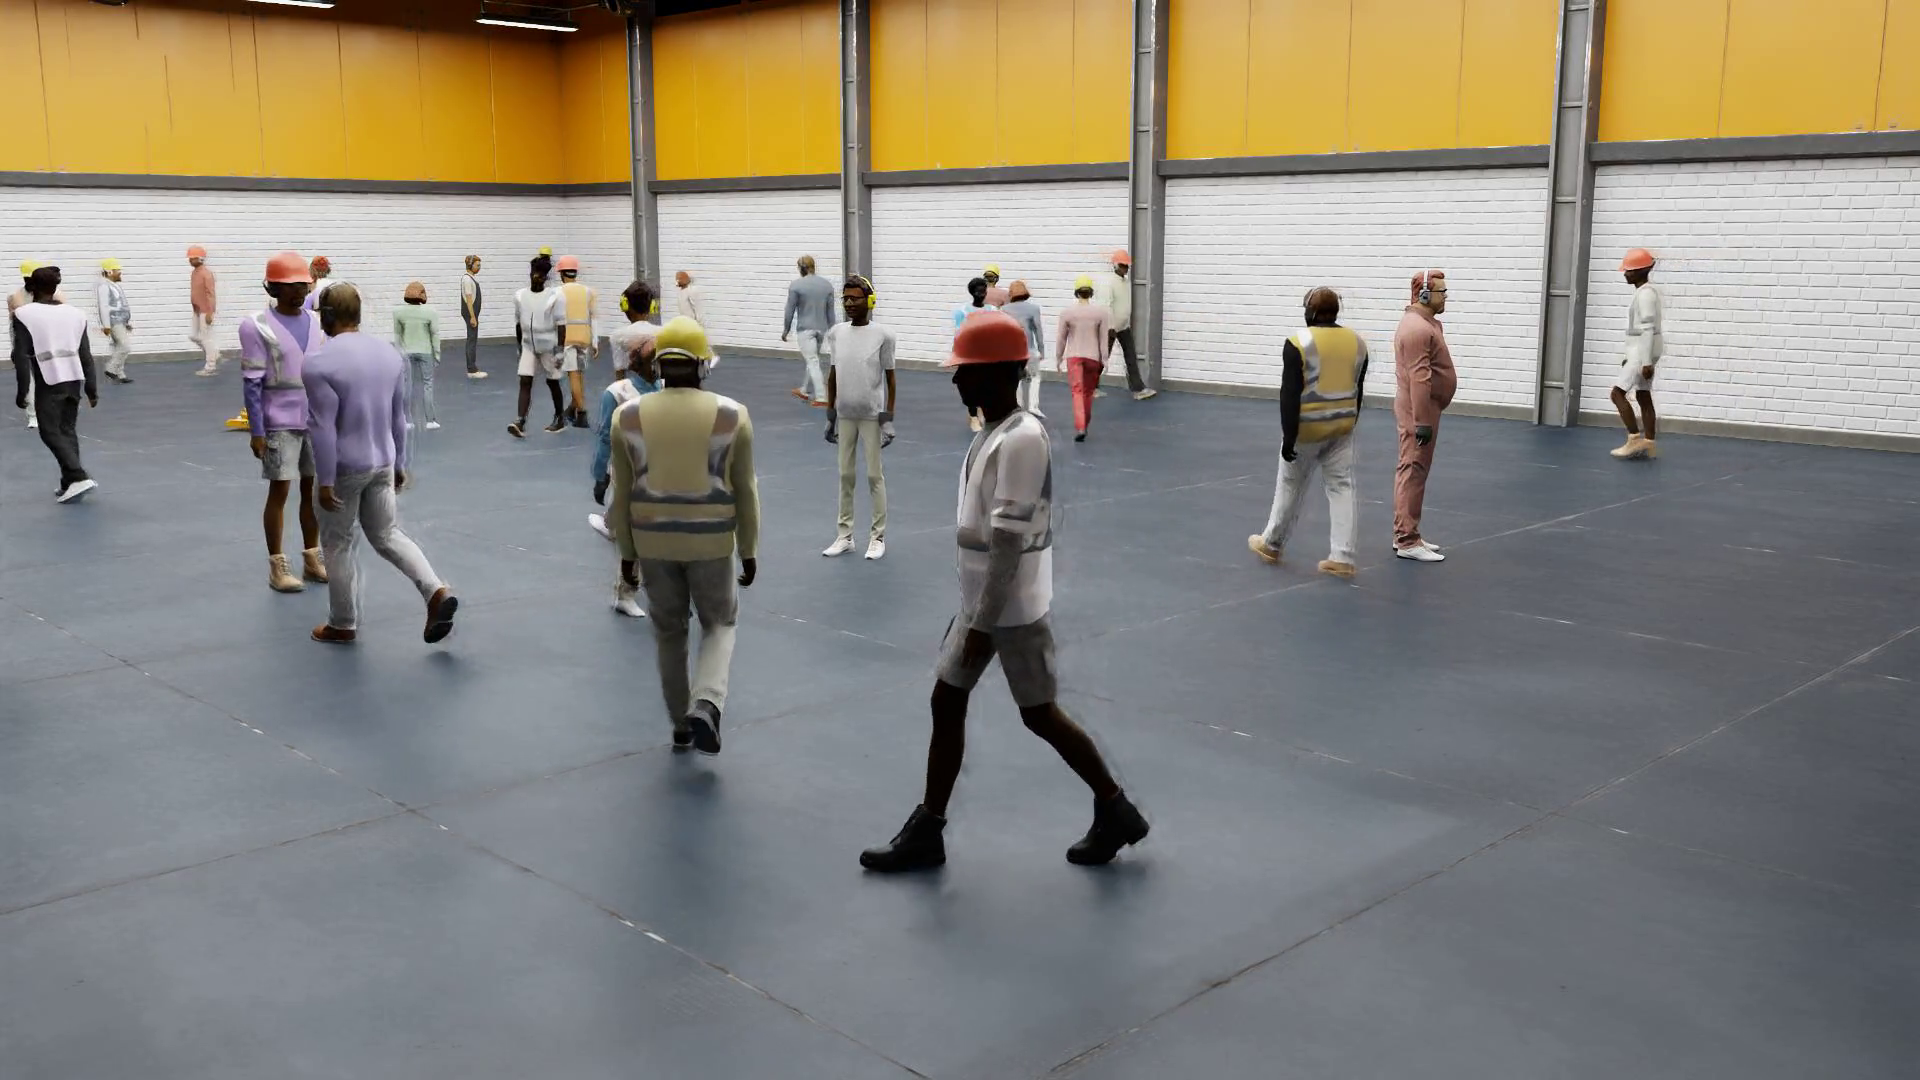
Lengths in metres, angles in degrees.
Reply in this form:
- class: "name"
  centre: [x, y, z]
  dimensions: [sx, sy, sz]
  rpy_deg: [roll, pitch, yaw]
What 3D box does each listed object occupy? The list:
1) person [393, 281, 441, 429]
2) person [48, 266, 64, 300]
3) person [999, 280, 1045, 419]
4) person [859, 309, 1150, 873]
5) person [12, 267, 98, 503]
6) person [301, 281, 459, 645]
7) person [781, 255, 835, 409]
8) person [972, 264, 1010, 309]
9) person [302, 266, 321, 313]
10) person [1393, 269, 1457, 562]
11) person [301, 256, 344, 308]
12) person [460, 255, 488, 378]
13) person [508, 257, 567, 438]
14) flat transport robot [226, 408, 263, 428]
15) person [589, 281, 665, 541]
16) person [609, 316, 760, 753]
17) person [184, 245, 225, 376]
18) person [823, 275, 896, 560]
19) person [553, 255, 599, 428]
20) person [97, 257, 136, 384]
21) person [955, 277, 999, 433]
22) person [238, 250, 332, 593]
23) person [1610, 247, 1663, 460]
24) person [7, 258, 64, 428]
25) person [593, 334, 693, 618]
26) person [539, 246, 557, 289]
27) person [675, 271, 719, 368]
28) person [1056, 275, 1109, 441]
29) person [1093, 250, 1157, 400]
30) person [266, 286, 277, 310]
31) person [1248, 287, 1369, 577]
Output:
- class: "person"
  centre: [-5.975, -2.029, 18.340]
  dimensions: [0.497, 1.629, 0.272]
  rpy_deg: [-1, 10, -4]
- class: "person"
  centre: [-13.157, -3.129, 24.171]
  dimensions: [0.322, 1.689, 0.530]
  rpy_deg: [-5, 12, -26]
- class: "person"
  centre: [0.701, -2.195, 19.275]
  dimensions: [0.549, 1.613, 0.410]
  rpy_deg: [3, 11, 13]
- class: "person"
  centre: [0.176, 0.183, 5.540]
  dimensions: [0.963, 1.903, 0.543]
  rpy_deg: [-3, 11, -16]
- class: "person"
  centre: [-7.219, -1.250, 13.413]
  dimensions: [0.669, 1.886, 0.616]
  rpy_deg: [5, 12, 27]
- class: "person"
  centre: [-3.025, -0.369, 8.533]
  dimensions: [0.839, 1.910, 0.639]
  rpy_deg: [5, 12, 26]
- class: "person"
  centre: [-1.917, -2.587, 20.710]
  dimensions: [0.618, 1.879, 0.996]
  rpy_deg: [-9, 14, -41]
- class: "person"
  centre: [0.412, -2.668, 21.464]
  dimensions: [0.522, 1.763, 0.320]
  rpy_deg: [2, 11, 11]
- class: "person"
  centre: [-7.119, -2.160, 18.591]
  dimensions: [0.893, 1.807, 0.594]
  rpy_deg: [-5, 11, -24]
- class: "person"
  centre: [3.064, -0.824, 11.003]
  dimensions: [0.409, 1.909, 0.642]
  rpy_deg: [2, 11, 11]
- class: "person"
  centre: [-7.784, -2.536, 20.407]
  dimensions: [0.576, 1.882, 0.355]
  rpy_deg: [-8, 13, -37]
- class: "person"
  centre: [-7.295, -3.343, 24.924]
  dimensions: [0.345, 1.840, 0.504]
  rpy_deg: [-2, 11, -13]
- class: "person"
  centre: [-4.491, -2.037, 17.638]
  dimensions: [0.654, 1.893, 1.011]
  rpy_deg: [2, 11, 13]
- class: "flat transport robot"
  centre: [-7.456, -1.427, 18.754]
  dimensions: [0.652, 0.197, 1.431]
  rpy_deg: [5, 12, 26]
- class: "person"
  centre: [-2.215, -0.845, 11.356]
  dimensions: [0.512, 1.814, 0.964]
  rpy_deg: [-9, 13, -39]
- class: "person"
  centre: [-1.111, 0.007, 6.732]
  dimensions: [0.595, 1.815, 0.546]
  rpy_deg: [0, 10, -2]
- class: "person"
  centre: [-11.496, -3.475, 25.241]
  dimensions: [0.631, 1.979, 0.468]
  rpy_deg: [10, 14, 43]
- class: "person"
  centre: [-0.667, -0.805, 10.996]
  dimensions: [0.518, 1.874, 0.327]
  rpy_deg: [4, 11, 22]
- class: "person"
  centre: [-4.412, -2.234, 18.705]
  dimensions: [0.562, 1.889, 0.959]
  rpy_deg: [-8, 13, -37]
- class: "person"
  centre: [-12.030, -3.110, 23.726]
  dimensions: [0.437, 1.817, 0.595]
  rpy_deg: [-3, 11, -14]
- class: "person"
  centre: [0.189, -2.001, 18.022]
  dimensions: [0.540, 1.682, 0.397]
  rpy_deg: [-4, 11, -21]
- class: "person"
  centre: [-3.991, -0.712, 10.023]
  dimensions: [0.390, 2.040, 0.614]
  rpy_deg: [7, 12, 33]
- class: "person"
  centre: [6.393, -1.742, 15.714]
  dimensions: [0.572, 2.010, 0.649]
  rpy_deg: [5, 12, 27]
- class: "person"
  centre: [-10.344, -2.225, 18.731]
  dimensions: [0.631, 1.887, 0.857]
  rpy_deg: [-2, 11, -11]
- class: "person"
  centre: [-1.671, -0.315, 9.068]
  dimensions: [0.867, 1.590, 0.536]
  rpy_deg: [10, 14, 43]
- class: "person"
  centre: [-8.053, -4.747, 32.367]
  dimensions: [0.588, 1.918, 0.397]
  rpy_deg: [7, 12, 32]
- class: "person"
  centre: [-4.223, -3.503, 26.498]
  dimensions: [0.820, 1.581, 0.506]
  rpy_deg: [-6, 12, -29]
- class: "person"
  centre: [1.290, -1.912, 17.454]
  dimensions: [0.535, 1.719, 0.931]
  rpy_deg: [-1, 10, -5]
- class: "person"
  centre: [2.066, -2.787, 21.629]
  dimensions: [1.044, 1.936, 0.650]
  rpy_deg: [9, 14, 40]
- class: "person"
  centre: [-8.636, -2.541, 21.104]
  dimensions: [0.307, 1.637, 0.525]
  rpy_deg: [-6, 12, -30]
- class: "person"
  centre: [2.225, -0.702, 10.614]
  dimensions: [0.650, 1.802, 0.899]
  rpy_deg: [-4, 11, -20]
